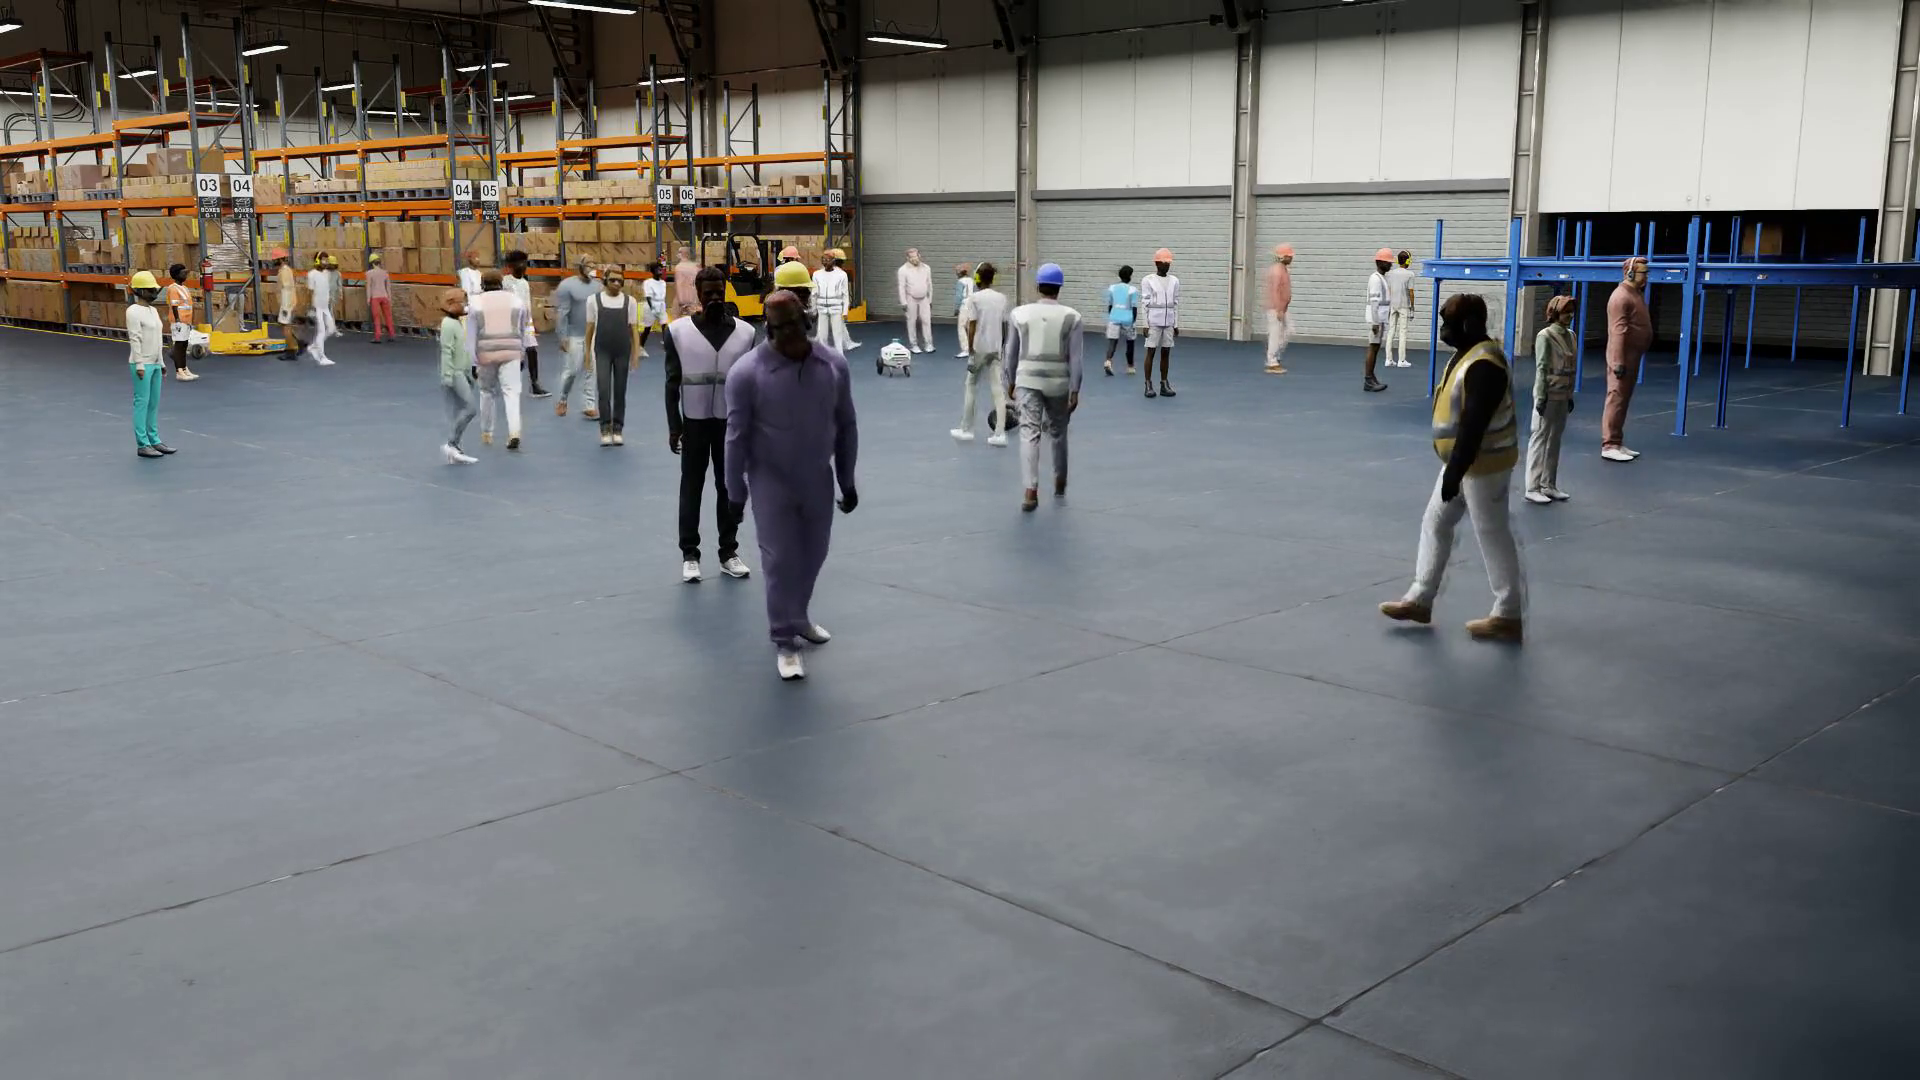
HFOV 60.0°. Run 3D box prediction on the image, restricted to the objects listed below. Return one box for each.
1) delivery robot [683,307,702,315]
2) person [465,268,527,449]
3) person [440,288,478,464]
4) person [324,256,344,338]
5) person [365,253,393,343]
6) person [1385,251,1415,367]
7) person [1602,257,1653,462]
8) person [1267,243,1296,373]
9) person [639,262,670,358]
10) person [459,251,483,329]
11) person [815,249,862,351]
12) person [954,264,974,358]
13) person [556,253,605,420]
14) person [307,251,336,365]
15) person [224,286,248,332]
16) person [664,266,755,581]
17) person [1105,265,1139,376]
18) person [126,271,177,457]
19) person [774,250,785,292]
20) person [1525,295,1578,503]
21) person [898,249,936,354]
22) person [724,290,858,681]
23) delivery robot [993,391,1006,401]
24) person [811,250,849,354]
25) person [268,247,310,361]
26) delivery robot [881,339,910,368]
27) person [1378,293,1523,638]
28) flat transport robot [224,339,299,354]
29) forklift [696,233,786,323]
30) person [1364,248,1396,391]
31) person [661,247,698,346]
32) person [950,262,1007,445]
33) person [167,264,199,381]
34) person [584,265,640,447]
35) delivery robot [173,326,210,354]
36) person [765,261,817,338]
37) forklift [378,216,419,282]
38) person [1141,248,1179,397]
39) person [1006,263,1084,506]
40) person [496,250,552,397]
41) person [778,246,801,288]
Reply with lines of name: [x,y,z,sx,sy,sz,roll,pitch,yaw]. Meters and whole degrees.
delivery robot: [-6.474,-5.467,39.738,0.707,0.478,0.477,10,14,40]
person: [-4.619,-1.819,16.644,0.610,1.794,0.965,-4,11,-20]
person: [-4.616,-1.508,15.376,0.352,1.617,0.522,-1,10,-5]
person: [-13.091,-5.045,34.524,0.857,1.692,0.504,7,13,34]
person: [-11.542,-4.802,32.974,0.326,1.766,0.529,7,13,35]
person: [7.119,-3.737,26.898,0.507,1.865,0.322,10,14,43]
person: [6.327,-1.713,15.737,0.399,1.907,0.644,7,12,32]
person: [4.960,-3.573,25.663,0.439,1.976,0.638,5,12,26]
person: [-5.270,-3.961,28.669,0.857,1.657,0.540,8,13,38]
person: [-8.350,-3.993,28.317,0.800,1.856,0.576,4,11,20]
person: [-2.263,-4.330,30.127,1.039,1.862,0.578,-5,11,-24]
person: [0.107,-4.016,29.120,0.353,1.612,0.768,4,11,21]
person: [-4.412,-2.345,19.180,0.636,1.907,0.653,10,14,43]
person: [-10.517,-3.806,27.303,0.471,1.849,0.554,3,11,14]
person: [-15.879,-5.385,36.503,0.284,1.633,0.501,9,14,41]
person: [-1.537,-0.723,10.301,0.587,1.920,0.392,-5,12,-26]
person: [2.429,-3.311,25.104,0.527,1.670,0.806,5,12,26]
person: [-7.803,-1.693,16.010,0.318,1.769,0.522,0,10,-1]
person: [-3.307,-4.587,31.598,0.403,1.837,0.590,3,11,14]
person: [4.727,-1.122,13.242,0.521,1.639,0.311,-10,14,-42]
person: [-0.741,-4.240,29.635,0.666,1.861,0.915,-4,11,-21]
person: [-0.864,-0.304,8.211,0.678,1.867,0.807,-6,12,-31]
delivery robot: [0.714,-1.622,18.079,0.698,0.223,0.335,3,11,14]
person: [-1.995,-3.489,25.482,0.584,1.882,0.337,2,11,13]
person: [-11.437,-4.009,28.230,0.502,1.913,0.579,-4,11,-19]
delivery robot: [-0.978,-2.816,25.298,0.477,0.478,0.707,-2,11,-12]
person: [2.623,-0.392,8.812,0.847,1.805,0.686,1,10,6]
flat transport robot: [-12.645,-3.520,30.167,0.652,0.197,1.431,2,11,9]
forklift: [-5.496,-6.489,41.108,2.313,2.155,1.214,-10,14,-44]
person: [5.750,-3.019,22.776,0.374,1.934,0.549,4,11,23]
person: [-5.278,-4.577,31.446,0.897,1.870,0.661,7,12,32]
person: [0.220,-1.913,17.021,0.543,1.830,0.884,-7,12,-32]
person: [-11.381,-3.182,24.318,0.318,1.697,0.533,-2,11,-8]
person: [-3.460,-1.826,16.615,0.543,1.809,0.832,-3,11,-18]
delivery robot: [-13.324,-3.462,28.822,0.477,0.478,0.707,0,10,3]
person: [-1.173,-0.969,11.617,0.373,1.928,0.584,0,10,-1]
forklift: [-17.868,-9.201,54.028,1.873,2.768,1.129,-10,14,-44]
person: [2.648,-2.864,21.917,0.545,1.942,0.349,-4,11,-23]
person: [0.665,-1.236,13.191,0.619,1.895,1.020,1,10,6]
person: [-5.883,-2.843,21.863,0.959,1.931,0.604,4,11,22]
person: [-2.668,-3.659,26.263,0.361,1.935,0.553,-5,12,-26]
